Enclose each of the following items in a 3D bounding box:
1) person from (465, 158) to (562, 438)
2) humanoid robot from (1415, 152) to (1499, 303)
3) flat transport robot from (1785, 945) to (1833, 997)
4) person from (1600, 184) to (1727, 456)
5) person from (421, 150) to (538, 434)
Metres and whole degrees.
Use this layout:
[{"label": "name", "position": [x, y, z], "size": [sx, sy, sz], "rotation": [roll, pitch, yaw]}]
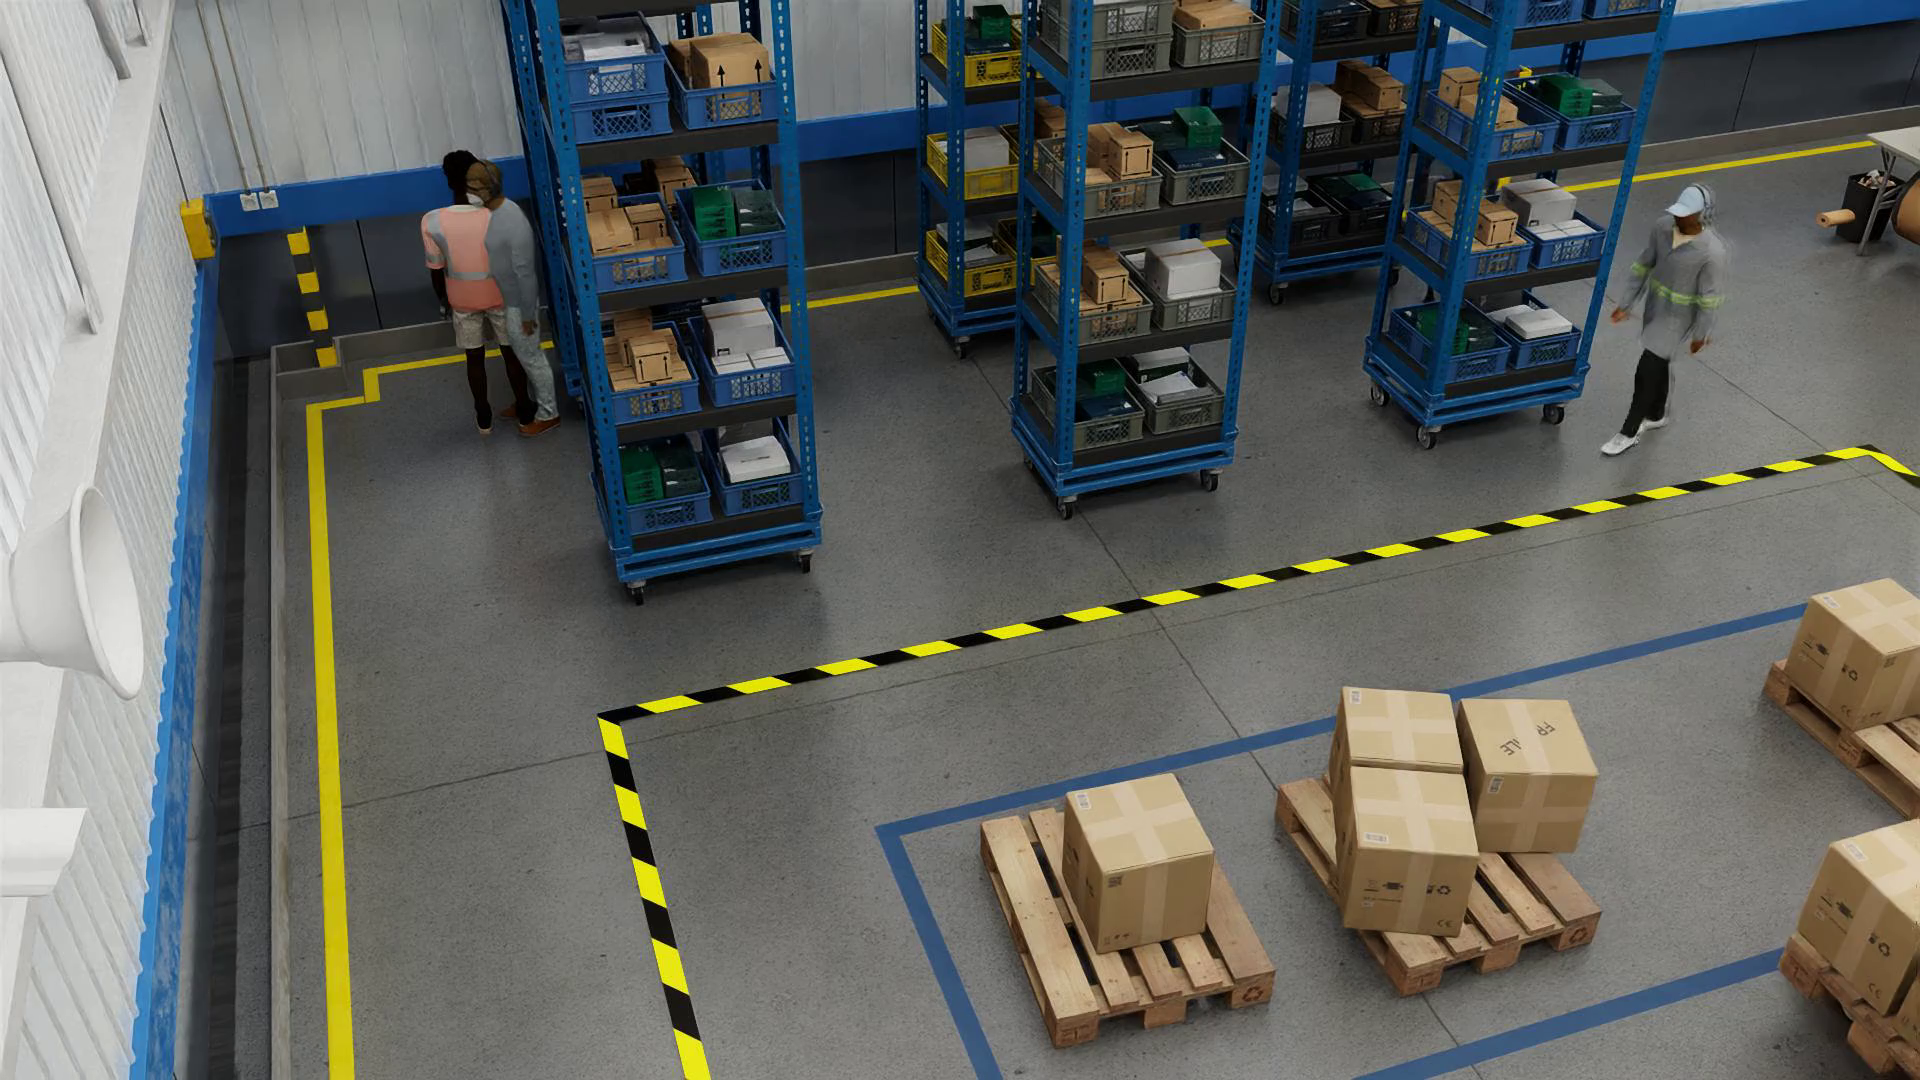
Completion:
[{"label": "person", "position": [-2.926, -1.579, 10.856], "size": [0.368, 1.930, 0.632], "rotation": [-25, 42, -31]}, {"label": "humanoid robot", "position": [3.639, -2.440, 12.287], "size": [0.612, 1.643, 0.356], "rotation": [7, 36, 10]}, {"label": "flat transport robot", "position": [4.281, 2.111, 7.039], "size": [0.652, 0.197, 1.431], "rotation": [-11, 37, -15]}, {"label": "person", "position": [4.476, -1.427, 10.732], "size": [0.786, 1.825, 0.598], "rotation": [-11, 37, -15]}, {"label": "person", "position": [-3.110, -1.594, 10.843], "size": [0.612, 1.964, 0.361], "rotation": [-5, 36, -8]}]
